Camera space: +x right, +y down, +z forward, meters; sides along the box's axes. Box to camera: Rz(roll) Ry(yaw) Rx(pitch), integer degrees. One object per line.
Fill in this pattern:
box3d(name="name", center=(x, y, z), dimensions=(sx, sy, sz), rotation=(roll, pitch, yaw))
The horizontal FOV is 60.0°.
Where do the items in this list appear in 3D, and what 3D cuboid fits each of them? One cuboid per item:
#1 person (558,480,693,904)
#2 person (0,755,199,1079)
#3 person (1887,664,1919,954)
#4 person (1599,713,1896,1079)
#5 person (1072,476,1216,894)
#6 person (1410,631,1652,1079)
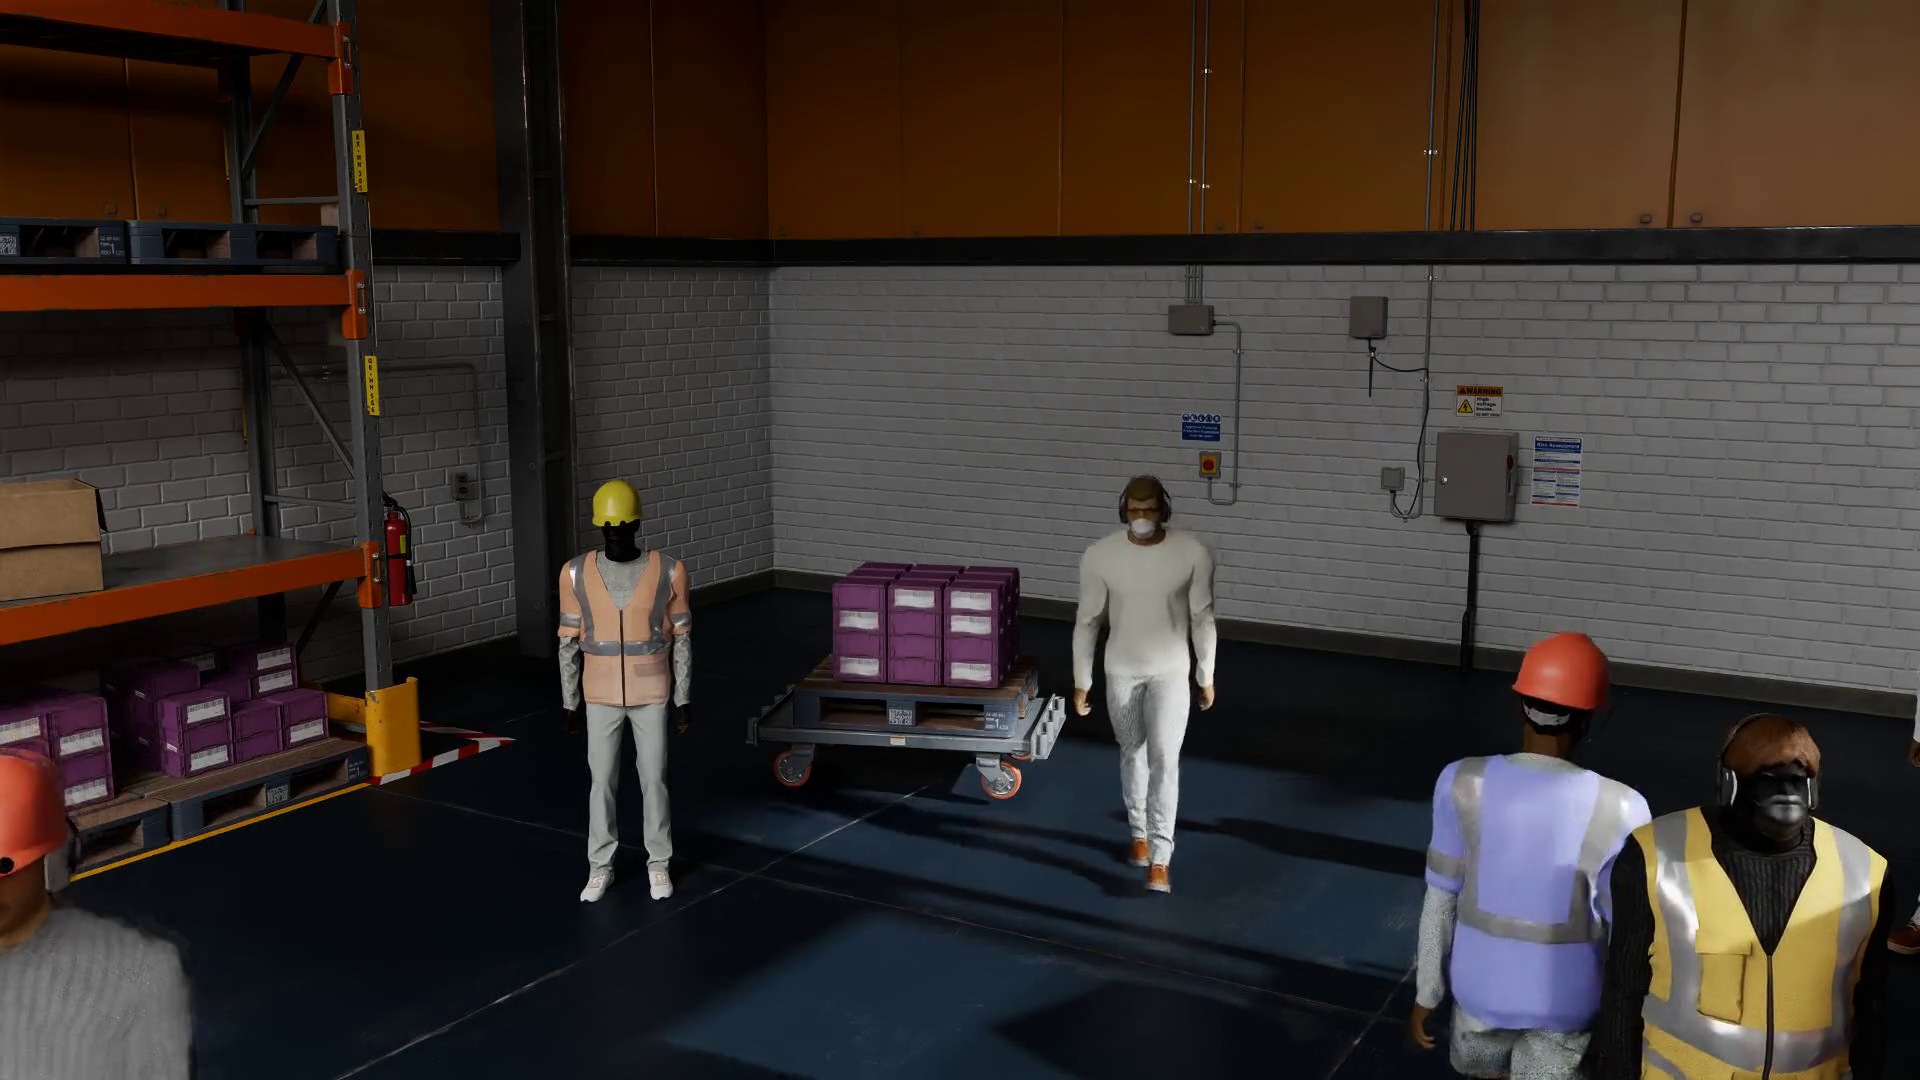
box3d(name="person", center=(-1.504, 0.684, 7.502), dimensions=(0.595, 1.925, 0.373), rotation=(-1, 9, -6))
box3d(name="person", center=(-1.749, 1.374, 3.115), dimensions=(0.650, 1.947, 0.985), rotation=(-2, 9, -12))
box3d(name="person", center=(4.113, 0.828, 6.732), dimensions=(0.355, 1.887, 0.573), rotation=(-3, 10, -21))
box3d(name="person", center=(1.820, 1.306, 3.883), dimensions=(0.626, 1.847, 0.429), rotation=(2, 9, 12))
box3d(name="person", center=(0.836, 0.664, 7.690), dimensions=(0.660, 1.901, 0.911), rotation=(2, 9, 12))
box3d(name="person", center=(1.548, 1.174, 4.495), dimensions=(0.566, 1.907, 0.750), rotation=(5, 10, 27))
